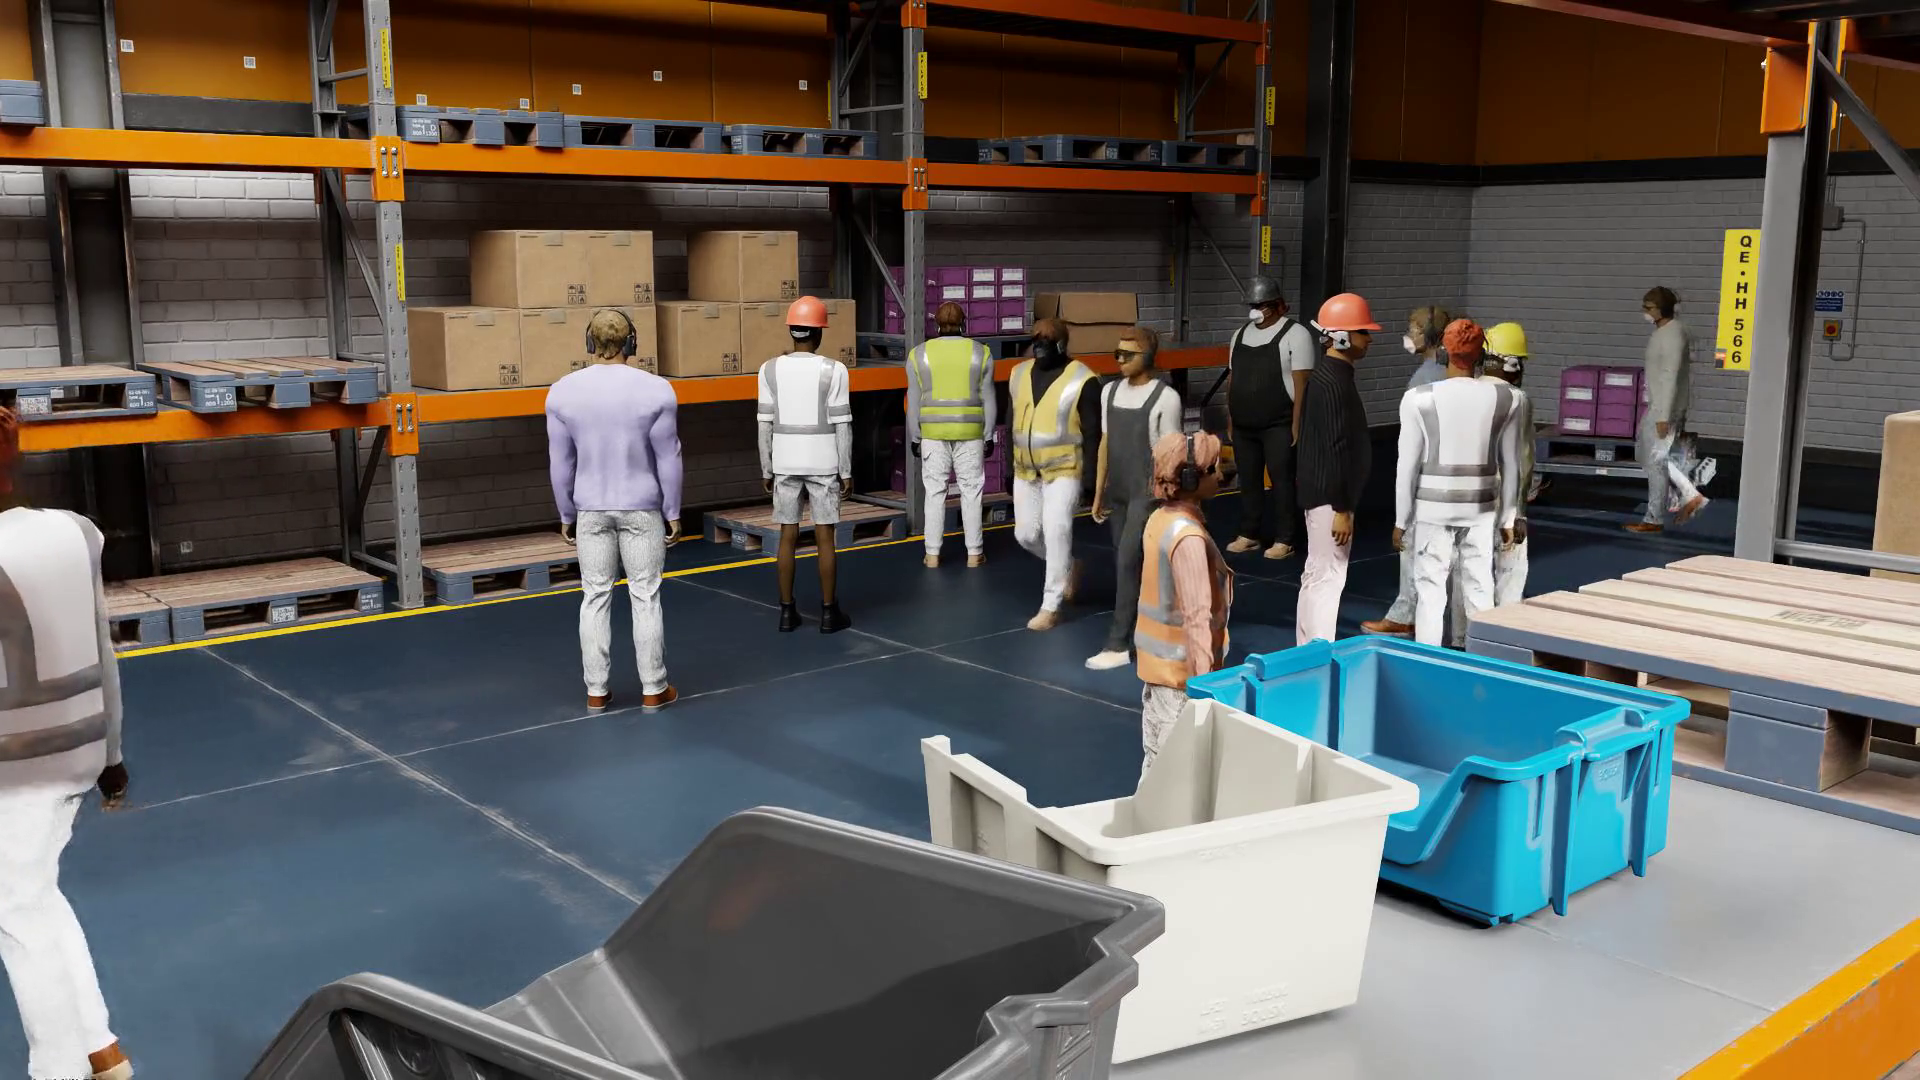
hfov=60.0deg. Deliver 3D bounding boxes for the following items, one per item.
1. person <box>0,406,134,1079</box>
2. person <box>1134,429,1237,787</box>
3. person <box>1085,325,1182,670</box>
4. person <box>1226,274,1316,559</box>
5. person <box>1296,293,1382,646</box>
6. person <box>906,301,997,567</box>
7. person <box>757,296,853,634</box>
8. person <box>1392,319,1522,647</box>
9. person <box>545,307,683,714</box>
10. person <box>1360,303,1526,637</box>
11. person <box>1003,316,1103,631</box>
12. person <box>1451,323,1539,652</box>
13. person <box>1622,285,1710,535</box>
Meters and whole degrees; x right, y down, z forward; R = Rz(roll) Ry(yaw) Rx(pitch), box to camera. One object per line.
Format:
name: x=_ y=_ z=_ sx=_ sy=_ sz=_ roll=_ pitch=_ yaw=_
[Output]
person: x=-2.320 y=0.585 z=4.059 sx=0.433 sy=1.876 sz=0.610 roll=1 pitch=10 yaw=7
person: x=0.725 y=0.457 z=5.453 sx=0.308 sy=1.641 sz=0.516 roll=-1 pitch=10 yaw=-6
person: x=0.989 y=-0.252 z=8.941 sx=0.856 sy=1.821 sz=0.514 roll=-9 pitch=13 yaw=-40
person: x=2.154 y=-0.893 z=11.894 sx=0.535 sy=2.000 sz=0.689 roll=-10 pitch=14 yaw=-43
person: x=1.830 y=-0.198 z=8.124 sx=0.378 sy=1.995 sz=0.609 roll=1 pitch=10 yaw=4
person: x=-0.055 y=-0.720 z=11.485 sx=0.627 sy=1.843 sz=0.429 roll=0 pitch=10 yaw=1
person: x=-0.877 y=-0.428 z=9.576 sx=0.552 sy=1.935 sz=0.374 roll=2 pitch=10 yaw=11
person: x=2.353 y=-0.104 z=7.909 sx=0.584 sy=1.882 sz=0.337 roll=0 pitch=10 yaw=3
person: x=-1.621 y=-0.128 z=7.896 sx=0.632 sy=1.940 sz=0.372 roll=0 pitch=10 yaw=0
person: x=2.706 y=-0.347 z=9.212 sx=0.848 sy=1.916 sz=0.640 roll=5 pitch=11 yaw=26
person: x=0.567 y=-0.407 z=9.782 sx=0.631 sy=1.823 sz=0.631 roll=7 pitch=12 yaw=35
person: x=2.822 y=-0.223 z=8.765 sx=0.450 sy=1.820 sz=0.622 roll=-3 pitch=11 yaw=-19
person: x=5.440 y=-0.982 z=12.734 sx=0.531 sy=1.920 sz=0.653 roll=3 pitch=11 yaw=18
